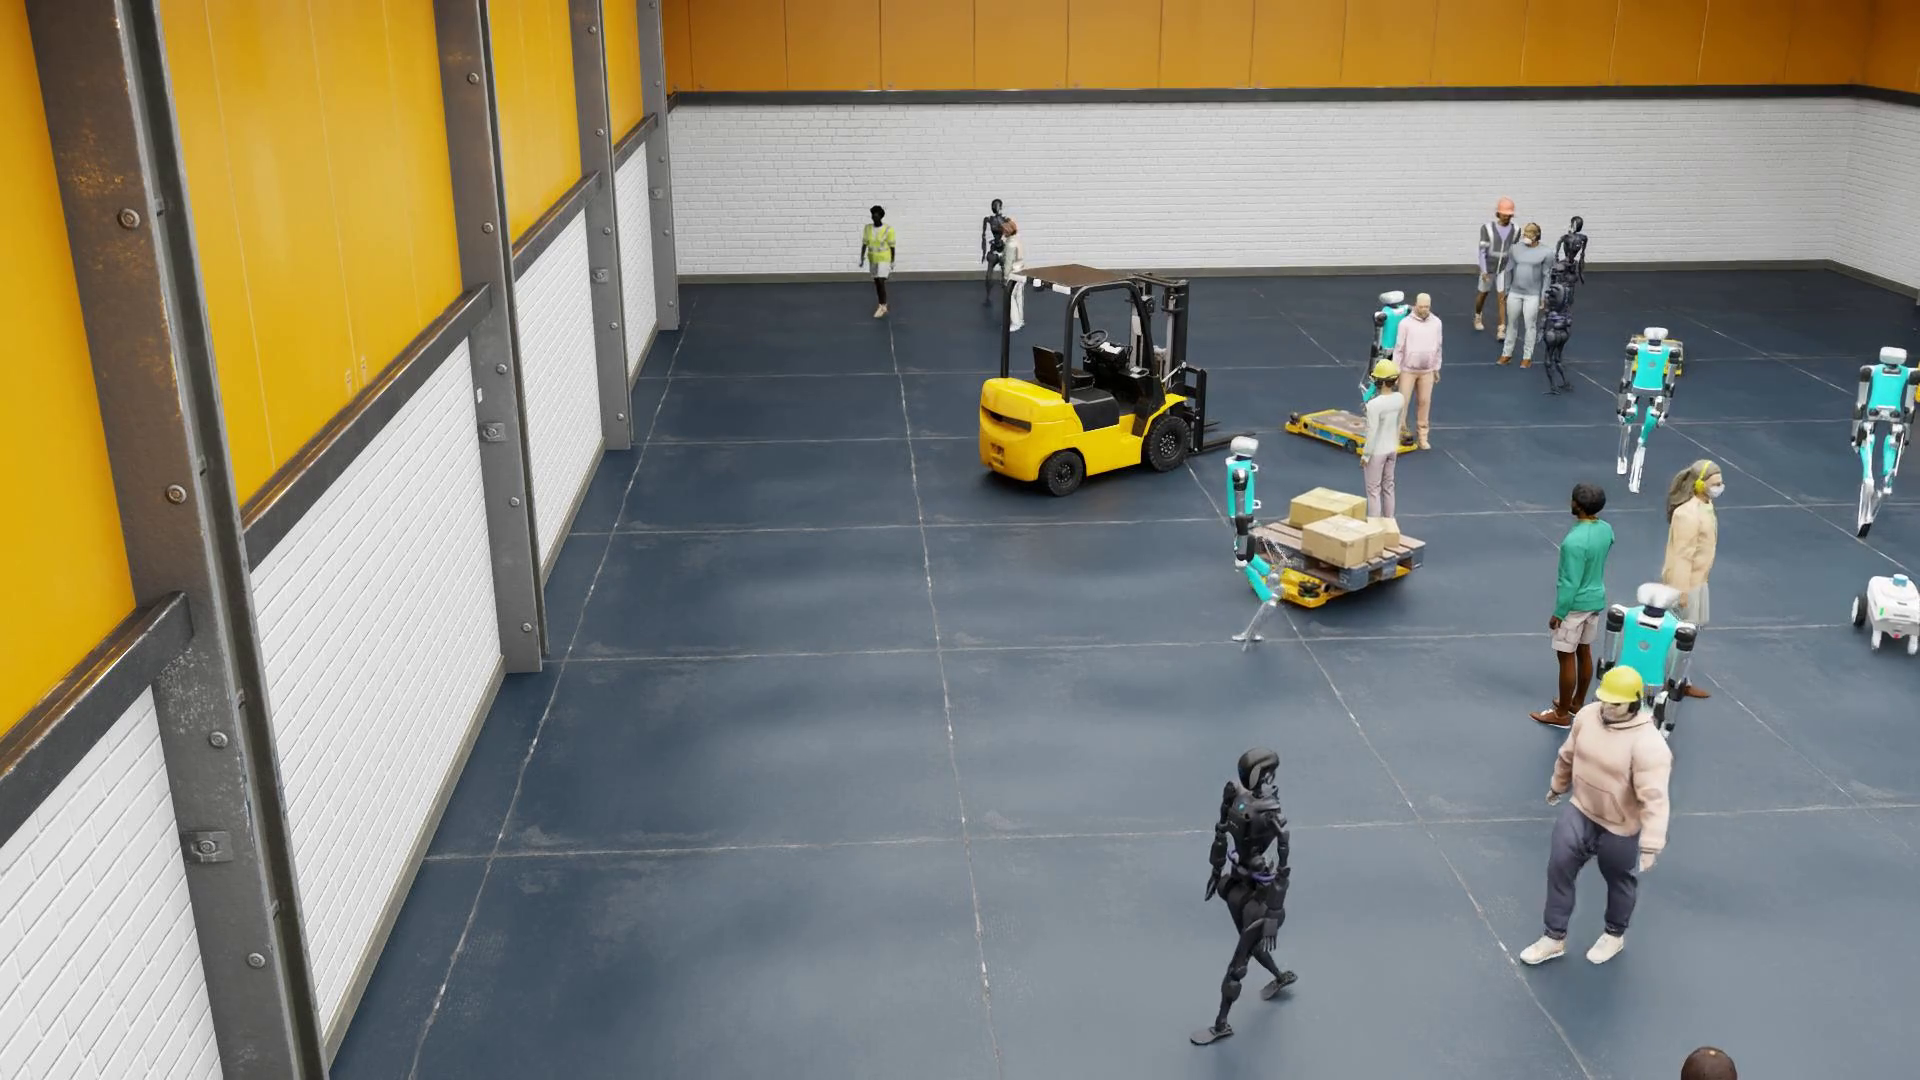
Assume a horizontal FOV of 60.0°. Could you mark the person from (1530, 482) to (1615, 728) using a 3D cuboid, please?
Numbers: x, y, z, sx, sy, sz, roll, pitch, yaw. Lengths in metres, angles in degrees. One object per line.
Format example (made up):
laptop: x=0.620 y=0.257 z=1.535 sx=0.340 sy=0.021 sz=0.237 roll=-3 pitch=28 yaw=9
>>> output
person: x=4.479 y=0.475 z=12.039 sx=0.492 sy=1.851 sz=0.395 roll=-16 pitch=26 yaw=-37

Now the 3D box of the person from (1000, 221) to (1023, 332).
person: x=0.771 y=-3.862 z=24.203 sx=0.330 sy=1.608 sz=0.644 roll=5 pitch=21 yaw=13

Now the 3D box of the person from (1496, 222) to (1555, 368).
person: x=7.502 y=-3.251 z=22.074 sx=0.627 sy=1.933 sz=0.371 roll=15 pitch=25 yaw=35

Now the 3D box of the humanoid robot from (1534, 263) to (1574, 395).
humanoid robot: x=7.478 y=-2.639 z=20.794 sx=0.611 sy=1.640 sz=0.398 roll=-18 pitch=27 yaw=-40

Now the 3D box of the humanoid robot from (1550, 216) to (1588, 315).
humanoid robot: x=8.807 y=-3.933 z=24.311 sx=0.610 sy=1.632 sz=0.582 roll=-8 pitch=22 yaw=-21

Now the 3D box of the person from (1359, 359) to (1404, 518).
person: x=3.962 y=-0.841 z=15.744 sx=0.534 sy=1.767 sz=0.313 roll=-17 pitch=26 yaw=-39

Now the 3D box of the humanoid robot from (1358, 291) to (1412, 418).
humanoid robot: x=4.725 y=-2.002 z=18.997 sx=0.582 sy=1.789 sz=0.887 roll=-11 pitch=23 yaw=-28

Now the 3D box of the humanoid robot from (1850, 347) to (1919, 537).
humanoid robot: x=8.852 y=-0.893 z=15.971 sx=0.549 sy=1.796 sz=0.909 roll=8 pitch=22 yaw=21

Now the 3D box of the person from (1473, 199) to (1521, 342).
person: x=7.660 y=-3.885 z=23.737 sx=0.599 sy=1.988 sz=1.100 roll=1 pitch=20 yaw=2

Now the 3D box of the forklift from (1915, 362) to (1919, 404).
forklift: x=12.602 y=-2.435 z=19.475 sx=2.313 sy=2.155 sz=1.214 roll=-1 pitch=20 yaw=-4

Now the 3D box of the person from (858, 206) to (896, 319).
person: x=-1.265 y=-4.169 z=24.940 sx=0.533 sy=1.669 sz=0.665 roll=13 pitch=24 yaw=31

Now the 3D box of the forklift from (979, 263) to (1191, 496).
forklift: x=1.315 y=-1.764 z=17.646 sx=2.313 sy=2.155 sz=1.214 roll=-14 pitch=24 yaw=-33

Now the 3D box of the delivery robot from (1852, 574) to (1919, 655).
delivery robot: x=7.669 y=0.570 z=13.659 sx=0.499 sy=0.594 sz=0.782 roll=8 pitch=21 yaw=20

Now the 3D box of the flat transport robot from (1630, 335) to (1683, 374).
flat transport robot: x=9.375 y=-2.494 z=22.423 sx=0.659 sy=0.231 sz=1.431 roll=8 pitch=22 yaw=20

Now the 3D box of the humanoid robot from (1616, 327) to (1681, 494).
humanoid robot: x=7.137 y=-1.426 z=17.444 sx=0.530 sy=1.777 sz=1.002 roll=5 pitch=21 yaw=15

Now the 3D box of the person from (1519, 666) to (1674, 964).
person: x=3.498 y=1.542 z=9.145 sx=0.782 sy=1.834 sz=0.839 roll=-12 pitch=24 yaw=-30

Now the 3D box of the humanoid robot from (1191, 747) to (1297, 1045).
humanoid robot: x=1.542 y=1.818 z=8.704 sx=0.786 sy=1.632 sz=0.593 roll=-11 pitch=23 yaw=-27

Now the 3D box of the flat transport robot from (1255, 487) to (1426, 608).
flat transport robot: x=3.348 y=0.271 z=14.889 sx=1.431 sy=0.231 sz=0.659 roll=-15 pitch=25 yaw=-36

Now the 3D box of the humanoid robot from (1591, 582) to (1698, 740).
humanoid robot: x=4.373 y=1.100 z=10.670 sx=0.565 sy=1.905 sz=0.758 roll=13 pitch=24 yaw=31

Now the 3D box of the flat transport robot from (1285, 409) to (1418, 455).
flat transport robot: x=4.455 y=-1.227 z=18.970 sx=0.659 sy=0.231 sz=1.431 roll=-13 pitch=24 yaw=-31

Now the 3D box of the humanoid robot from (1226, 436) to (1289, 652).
humanoid robot: x=2.431 y=0.072 z=13.366 sx=0.658 sy=1.838 sz=0.546 roll=3 pitch=20 yaw=8

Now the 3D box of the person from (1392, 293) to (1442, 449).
person: x=5.104 y=-1.892 z=18.601 sx=0.571 sy=1.775 sz=0.443 roll=0 pitch=20 yaw=-1

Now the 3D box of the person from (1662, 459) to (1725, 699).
person: x=5.479 y=0.276 z=12.557 sx=0.573 sy=1.864 sz=0.577 roll=14 pitch=24 yaw=33

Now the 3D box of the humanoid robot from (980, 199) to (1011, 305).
humanoid robot: x=0.588 y=-4.430 z=25.680 sx=0.600 sy=1.641 sz=0.594 roll=9 pitch=22 yaw=24

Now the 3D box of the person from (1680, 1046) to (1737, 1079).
person: x=2.672 y=2.673 z=6.186 sx=0.470 sy=1.766 sz=0.388 roll=12 pitch=23 yaw=29
